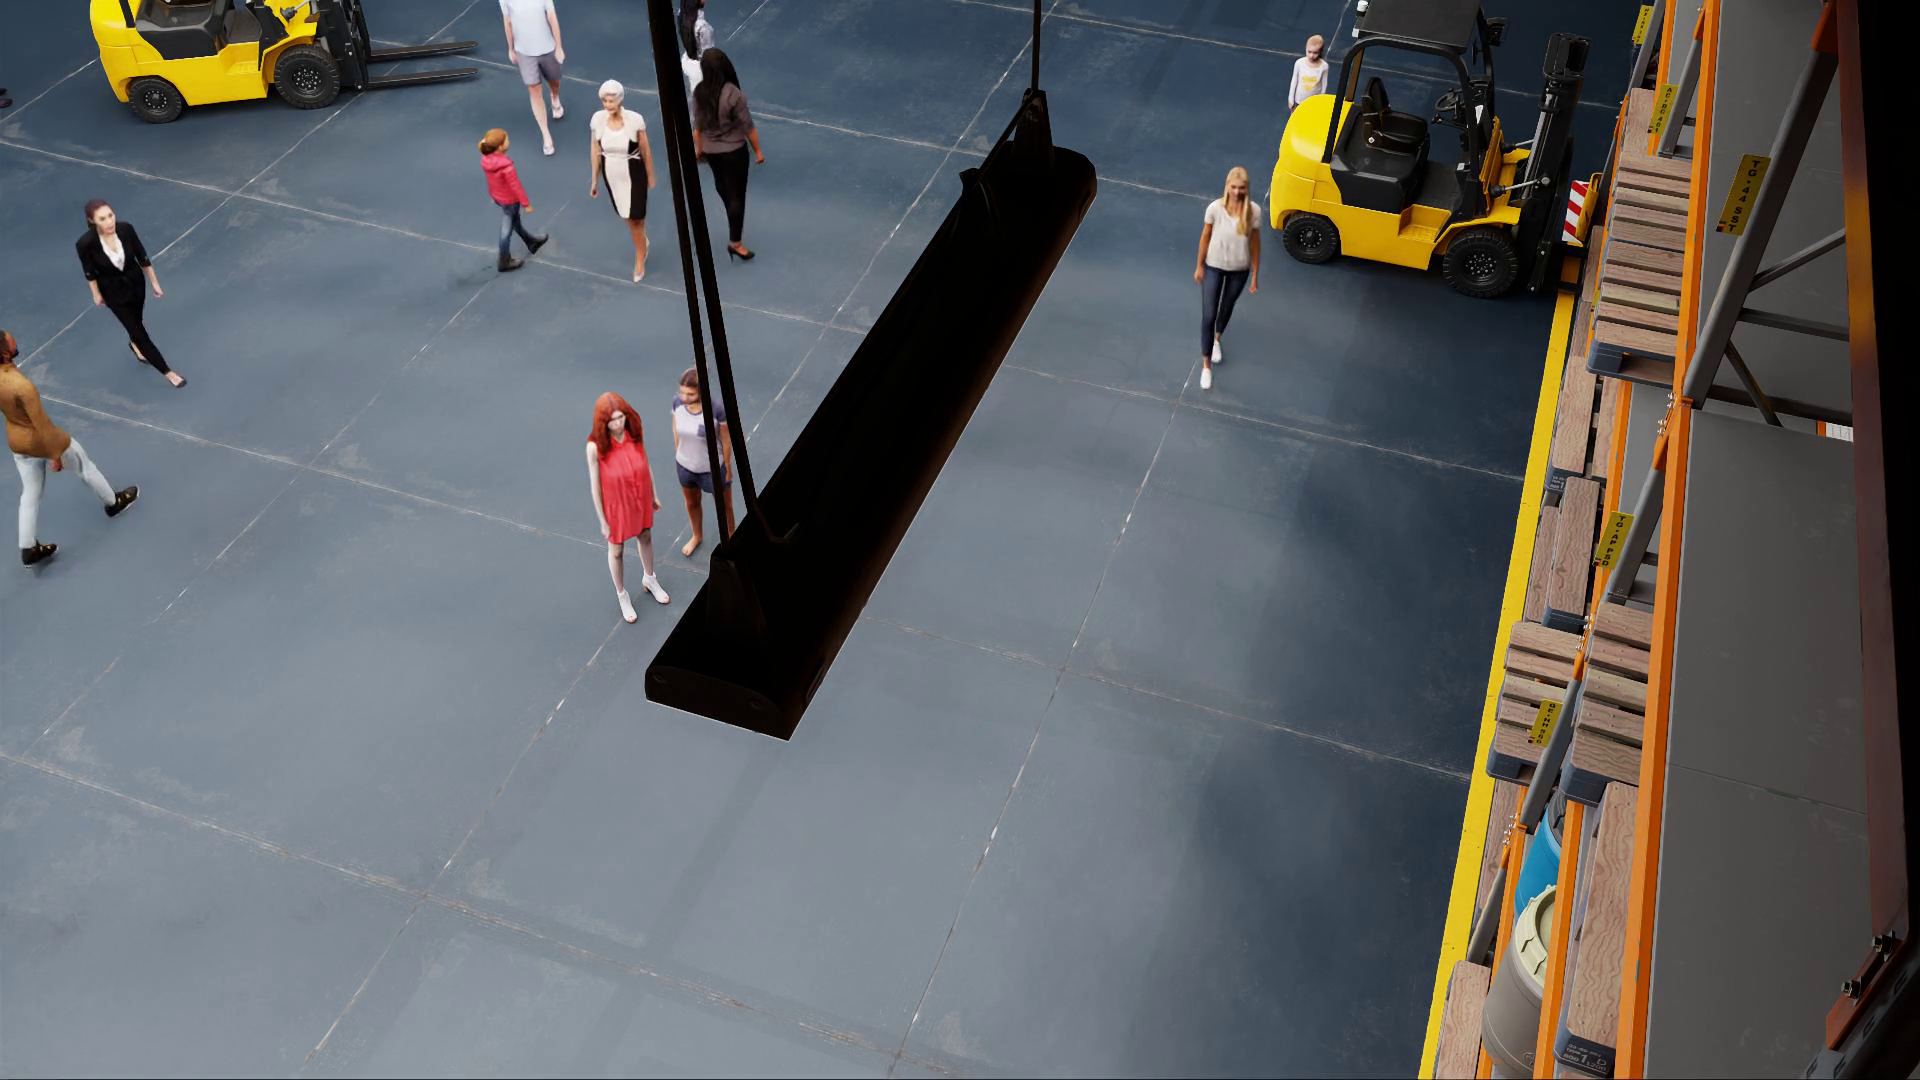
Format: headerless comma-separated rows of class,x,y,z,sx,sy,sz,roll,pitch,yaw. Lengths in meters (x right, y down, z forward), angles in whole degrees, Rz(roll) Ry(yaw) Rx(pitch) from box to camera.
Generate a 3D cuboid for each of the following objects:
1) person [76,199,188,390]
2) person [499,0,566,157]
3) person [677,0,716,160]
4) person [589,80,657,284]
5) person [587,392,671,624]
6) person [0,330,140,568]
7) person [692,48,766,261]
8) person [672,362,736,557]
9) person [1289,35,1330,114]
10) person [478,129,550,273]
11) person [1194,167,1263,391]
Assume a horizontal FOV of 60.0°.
person,-6.502,-1.951,12.874,0.918,1.603,1.120,30,51,28
person,-3.948,-4.611,15.527,1.094,1.795,1.266,-11,45,-11
person,-2.439,-4.244,15.200,0.745,1.715,0.709,-28,50,-26
person,-2.779,-3.078,13.962,0.684,1.735,0.815,9,44,9
person,-2.191,-0.232,10.907,0.622,1.827,0.732,-28,50,-27
person,-6.365,-0.607,11.338,0.638,1.776,1.170,15,46,15
person,-2.018,-3.210,14.053,0.748,1.801,0.966,20,47,19
person,-1.756,-0.536,11.367,0.591,1.633,0.528,11,45,11
person,3.204,-4.045,15.309,0.482,1.277,0.495,12,45,12
person,-3.890,-2.839,14.028,0.888,1.297,0.755,-32,52,-29
person,2.061,-2.143,12.942,0.825,1.788,1.039,1,44,1
